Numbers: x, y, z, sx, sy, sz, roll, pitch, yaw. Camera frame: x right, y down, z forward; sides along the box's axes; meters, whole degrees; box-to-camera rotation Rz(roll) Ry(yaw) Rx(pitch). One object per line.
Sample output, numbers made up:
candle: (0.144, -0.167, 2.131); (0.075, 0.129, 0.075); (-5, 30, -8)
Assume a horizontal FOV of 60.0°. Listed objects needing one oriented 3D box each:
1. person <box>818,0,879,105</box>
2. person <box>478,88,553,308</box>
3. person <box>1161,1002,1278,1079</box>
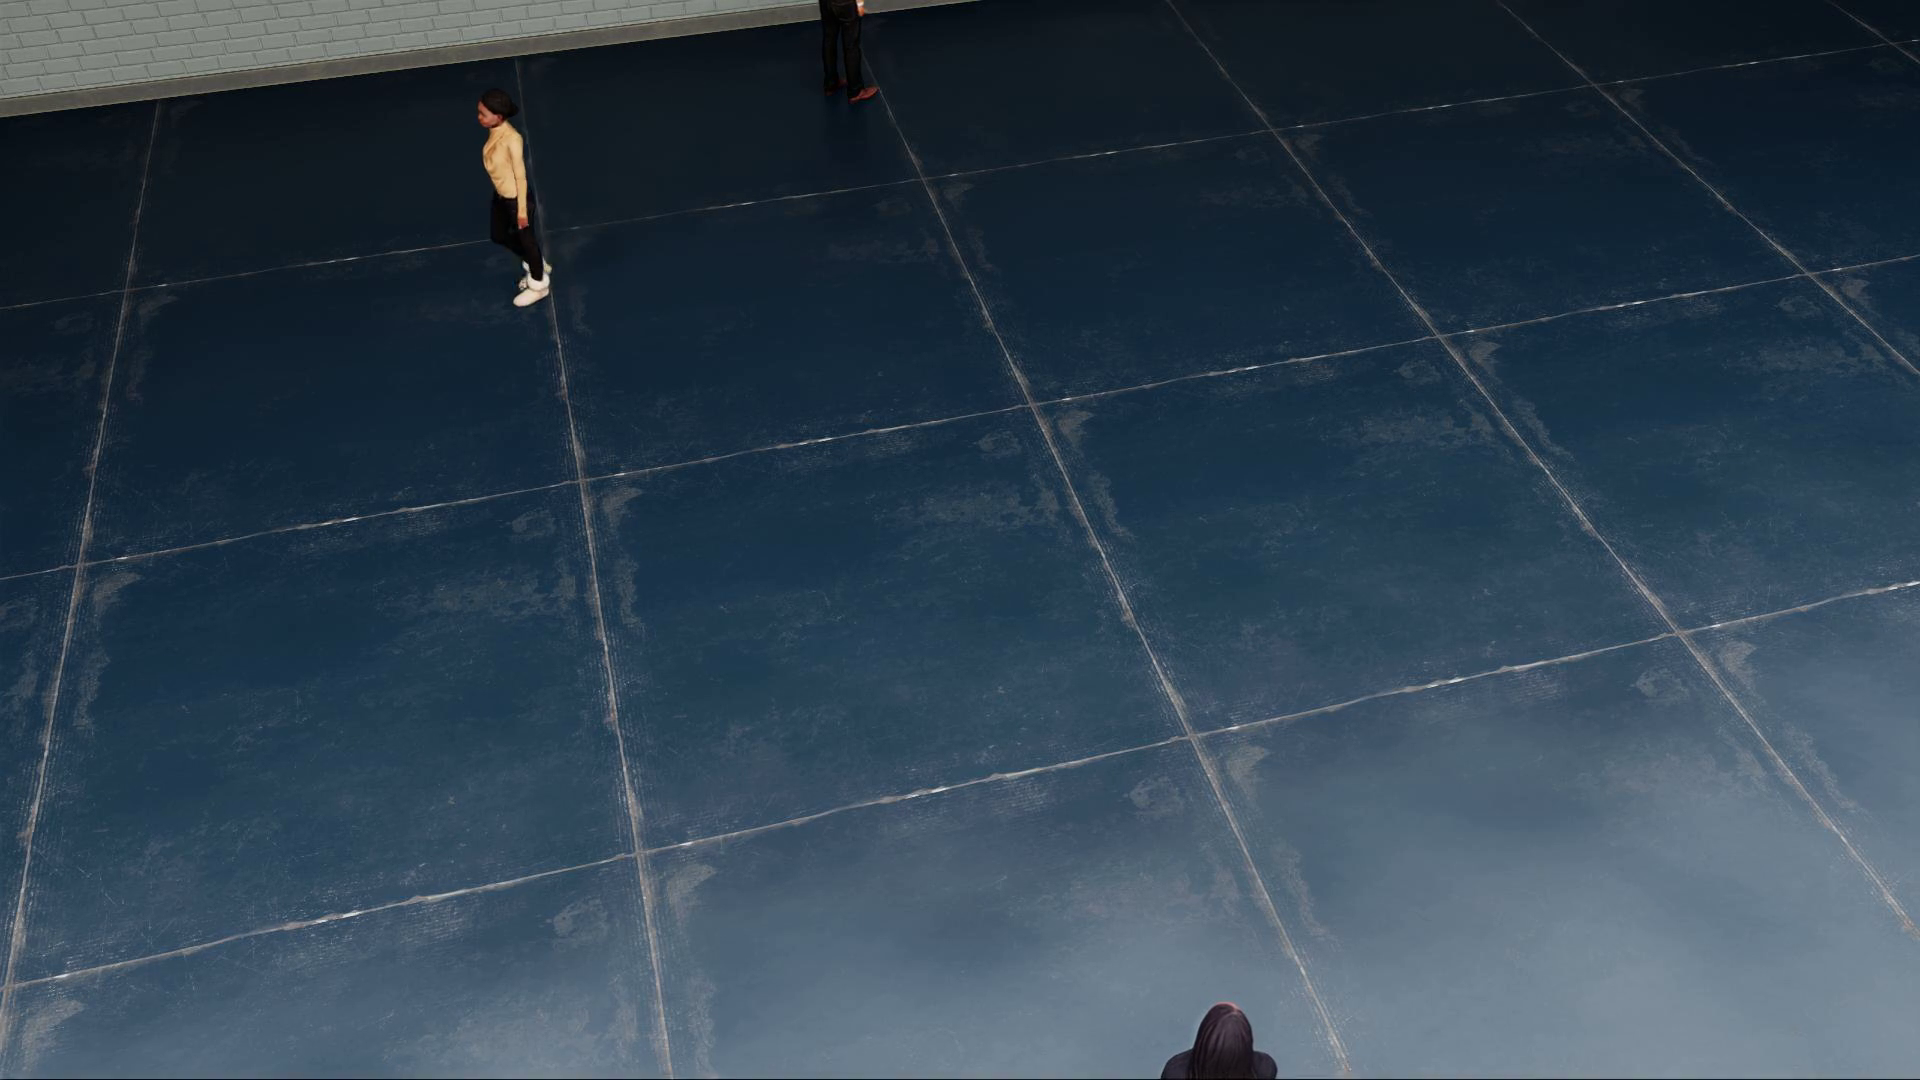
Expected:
person: (-0.995, -4.469, 13.688); (0.738, 1.754, 0.818); (27, 49, 26)
person: (-3.027, -2.398, 11.543); (0.764, 1.655, 0.663); (-27, 49, -26)
person: (0.956, 2.312, 6.444); (0.626, 1.729, 0.620); (-6, 43, -6)
